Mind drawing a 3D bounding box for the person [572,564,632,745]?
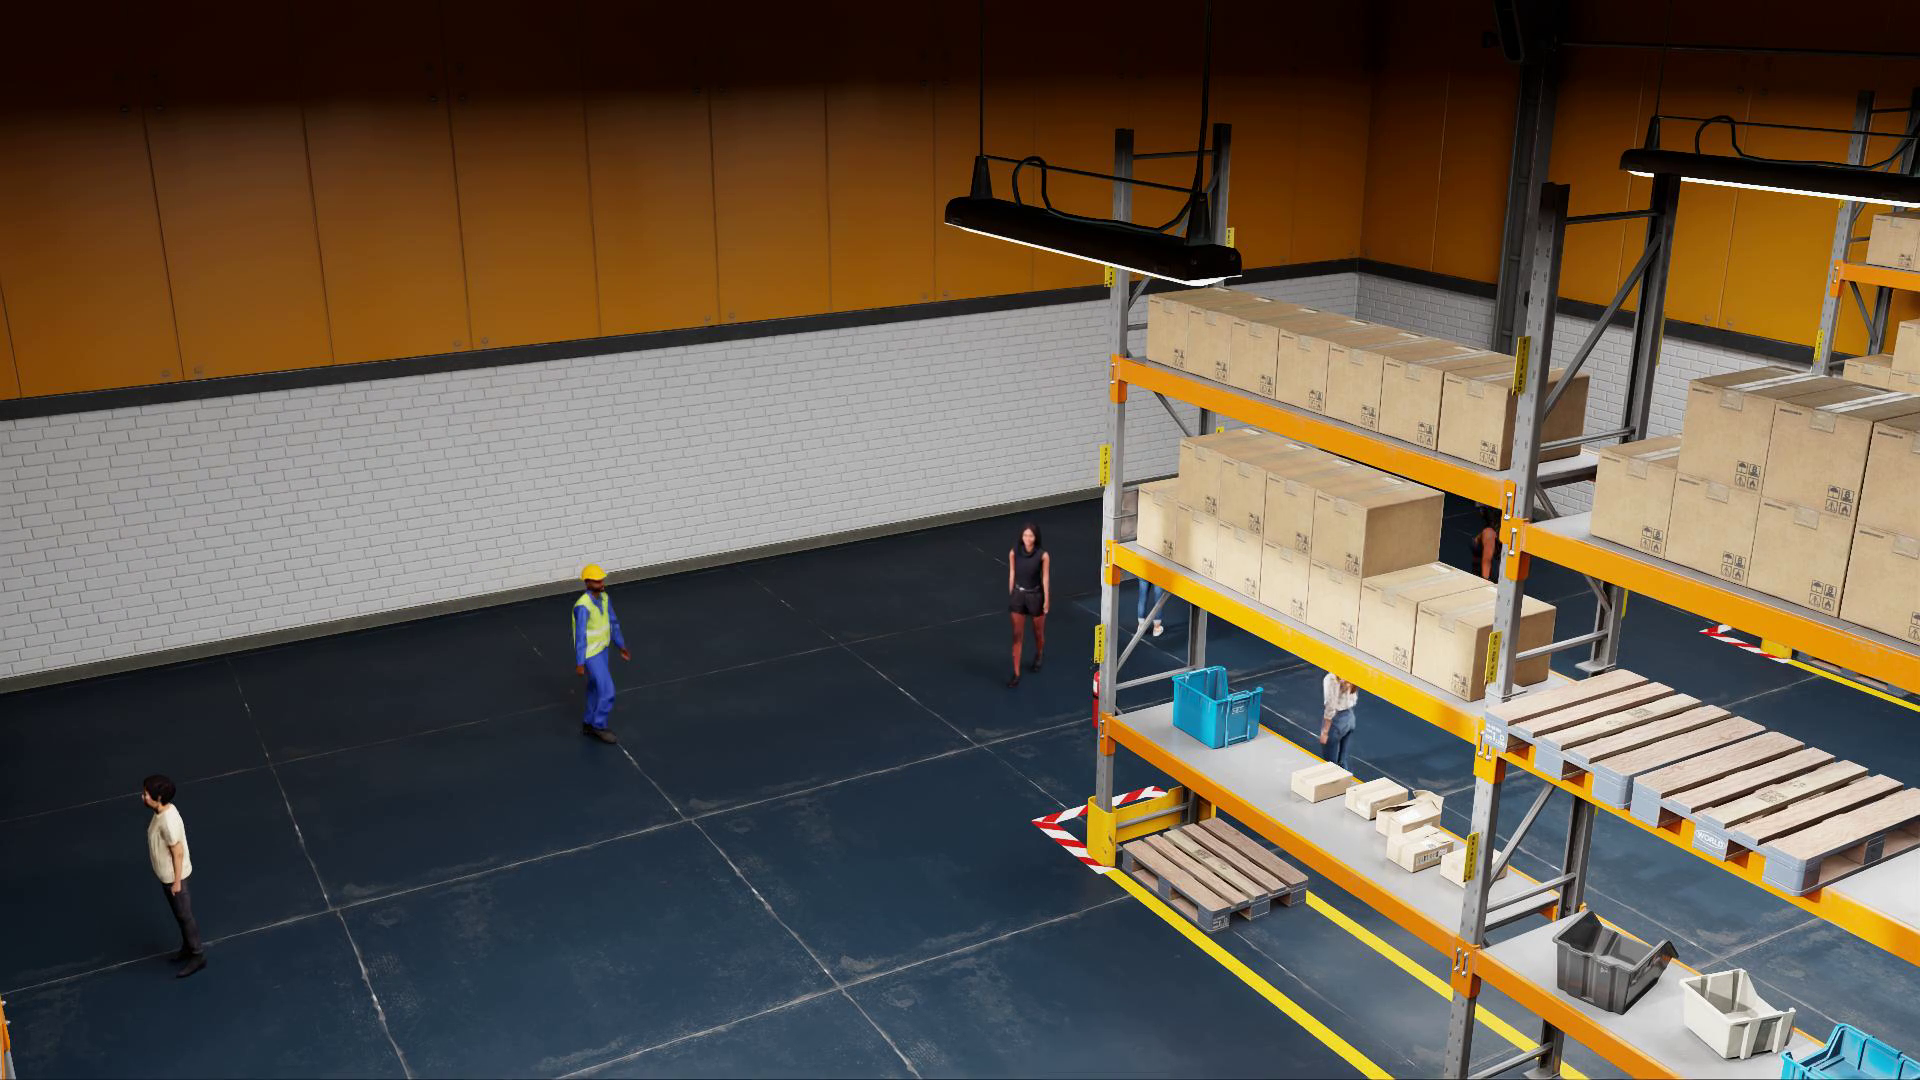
[{"bbox_3d":[-3.599,1.077,16.023,0.914,1.797,0.850,3,19,8],"label":"person"}]

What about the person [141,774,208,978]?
[{"bbox_3d":[-5.795,2.454,12.265,0.657,1.588,0.409,-11,22,-30],"label":"person"}]

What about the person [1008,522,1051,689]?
[{"bbox_3d":[0.744,0.632,17.467,1.011,1.720,1.065,5,19,14],"label":"person"}]
